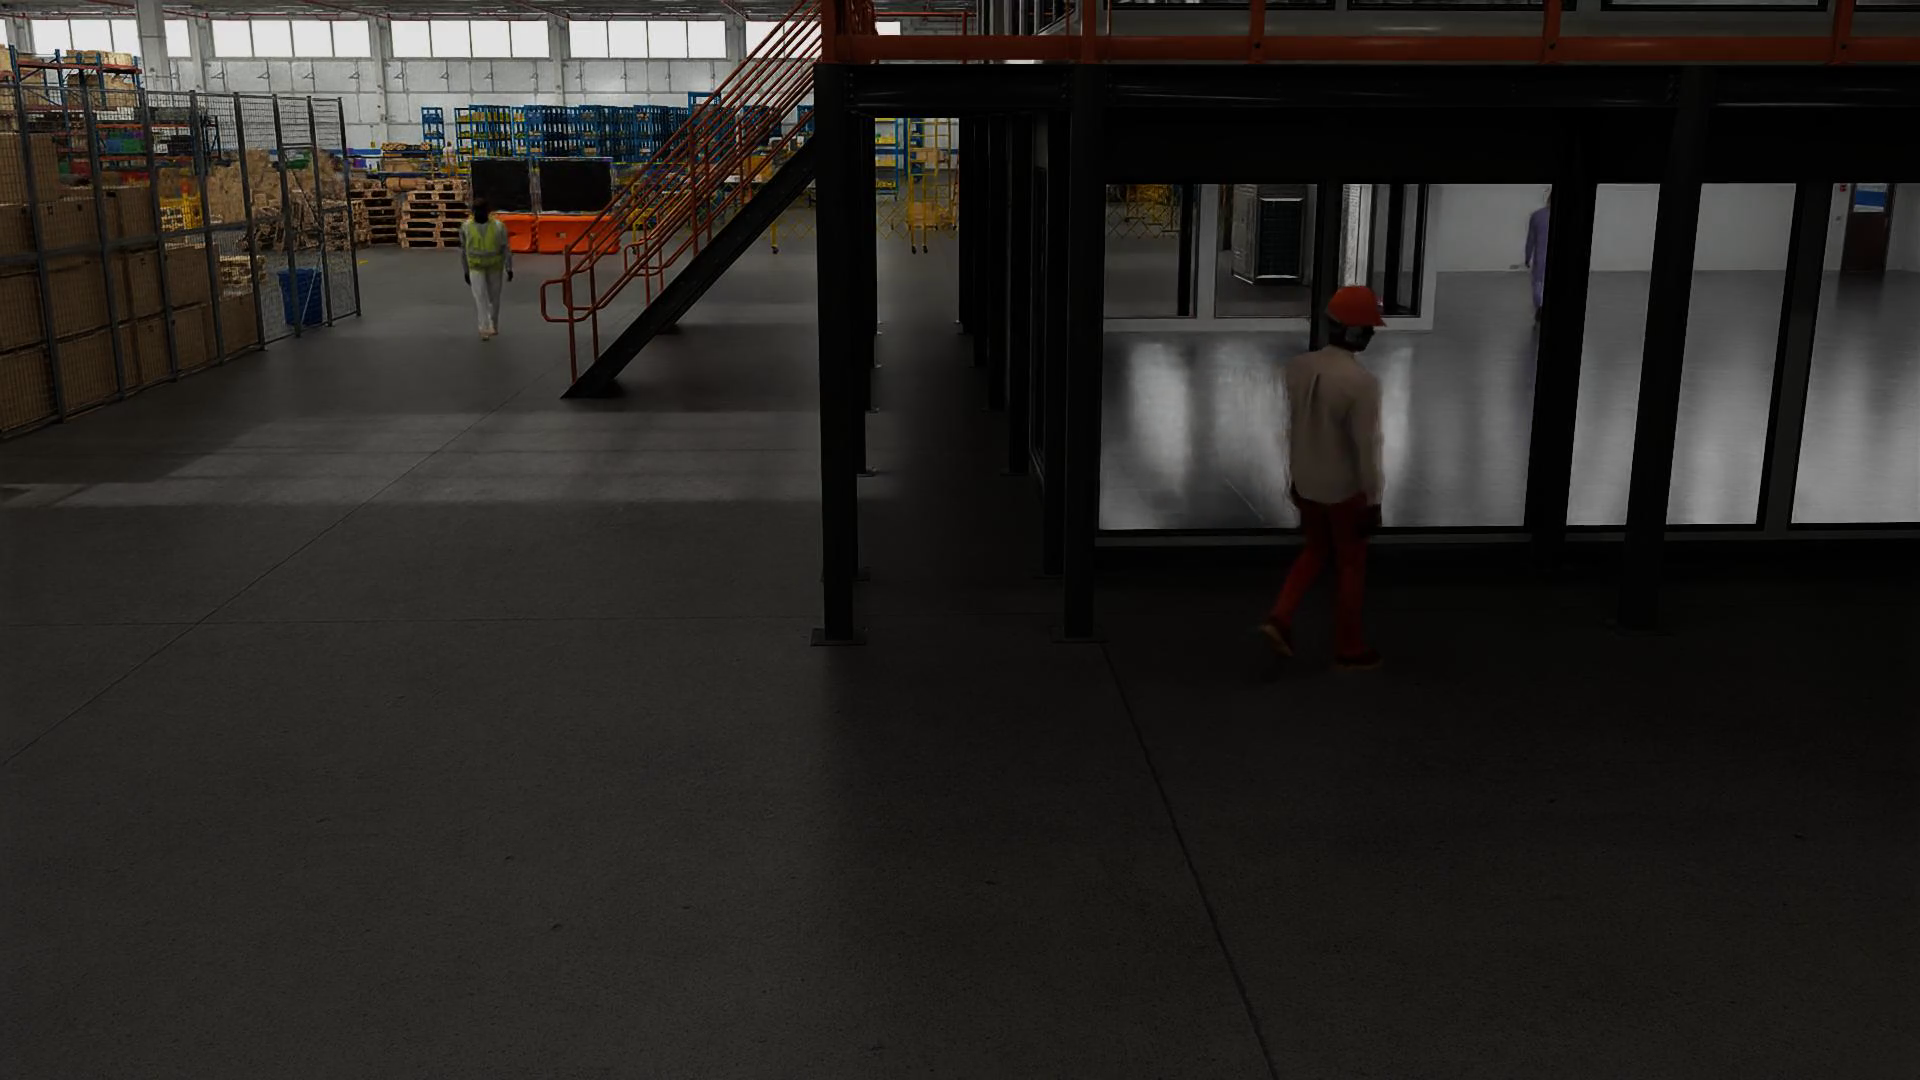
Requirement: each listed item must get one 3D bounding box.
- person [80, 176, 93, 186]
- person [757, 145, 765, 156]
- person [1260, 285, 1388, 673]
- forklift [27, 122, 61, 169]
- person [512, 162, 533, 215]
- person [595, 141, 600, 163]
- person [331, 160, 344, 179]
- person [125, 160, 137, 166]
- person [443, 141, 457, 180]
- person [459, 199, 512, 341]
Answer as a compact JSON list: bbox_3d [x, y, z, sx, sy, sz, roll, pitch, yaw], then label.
[{"bbox_3d":[-15.300,-5.451,29.210,0.535,1.851,0.650,9,16,31],"label":"person"},{"bbox_3d":[-8.779,-16.617,73.921,0.543,1.817,0.594,-3,14,-11],"label":"person"},{"bbox_3d":[1.866,-0.278,8.270,0.641,1.975,0.649,-8,16,-28],"label":"person"},{"bbox_3d":[-35.376,-14.773,64.377,1.129,2.768,1.873,-1,14,-2],"label":"forklift"},{"bbox_3d":[-12.272,-9.751,46.638,0.844,1.739,0.522,2,14,8],"label":"person"},{"bbox_3d":[-18.518,-19.576,85.366,0.381,1.996,0.608,9,17,33],"label":"person"},{"bbox_3d":[-15.842,-8.753,42.449,0.520,1.824,0.892,11,18,37],"label":"person"},{"bbox_3d":[-34.886,-15.567,70.080,0.499,1.634,0.285,-14,19,-43],"label":"person"},{"bbox_3d":[-25.103,-18.671,81.932,0.651,1.906,0.403,0,14,2],"label":"person"},{"bbox_3d":[-6.143,-3.520,21.593,0.634,1.808,0.916,-4,15,-17],"label":"person"}]
